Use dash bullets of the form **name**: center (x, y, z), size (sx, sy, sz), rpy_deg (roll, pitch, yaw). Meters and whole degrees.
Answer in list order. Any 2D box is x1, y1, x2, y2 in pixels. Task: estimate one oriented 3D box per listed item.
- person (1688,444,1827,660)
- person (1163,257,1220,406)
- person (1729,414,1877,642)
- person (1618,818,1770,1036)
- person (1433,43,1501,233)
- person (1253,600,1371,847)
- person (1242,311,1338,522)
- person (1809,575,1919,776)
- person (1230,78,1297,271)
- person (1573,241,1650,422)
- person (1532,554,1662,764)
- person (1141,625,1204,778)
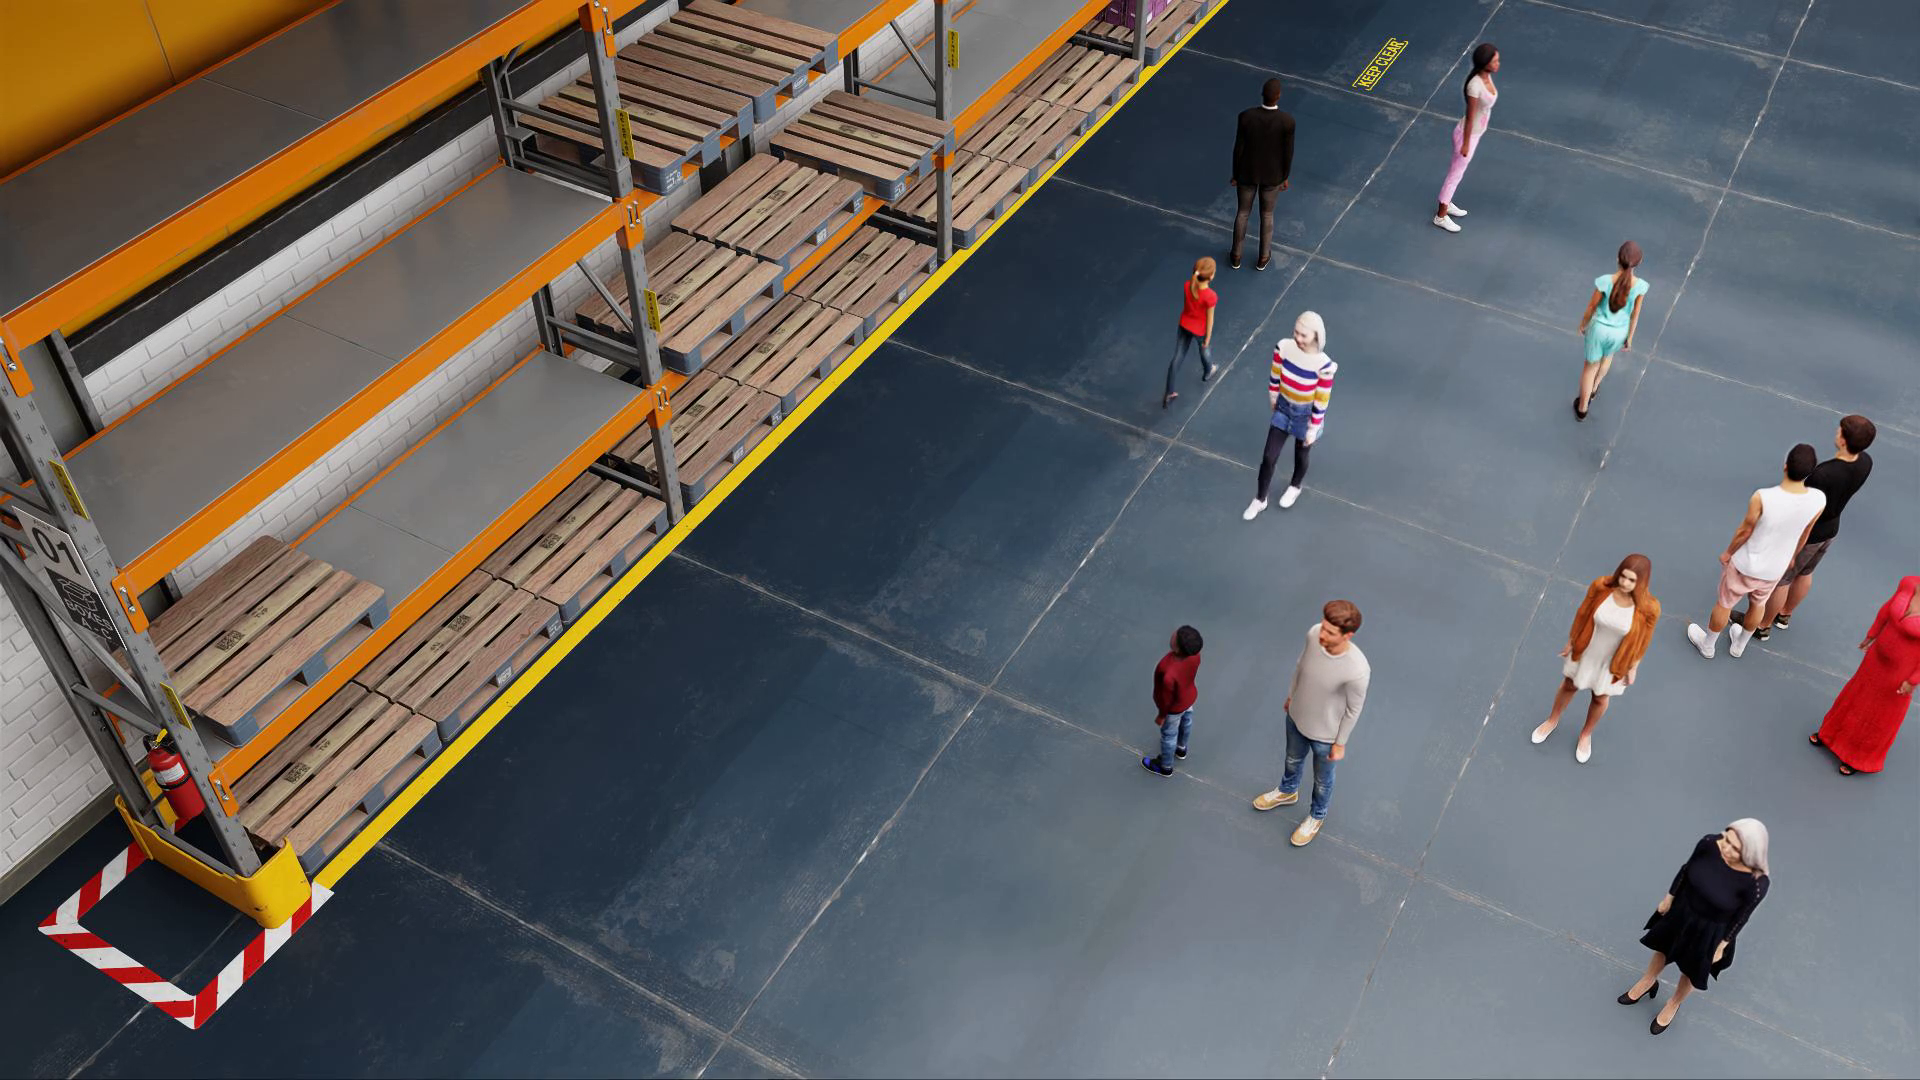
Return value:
- **person**: center (5.250, 0.105, 10.901), size (0.728, 1.789, 0.735), rpy_deg (1, 44, 1)
- **person**: center (1.802, -1.629, 13.091), size (0.530, 1.279, 0.912), rpy_deg (27, 50, 26)
- **person**: center (5.646, -0.077, 11.040), size (0.710, 1.862, 0.833), rpy_deg (-21, 47, -20)
- **person**: center (3.941, 2.053, 8.887), size (0.711, 1.747, 0.693), rpy_deg (-23, 48, -23)
- **person**: center (4.534, -3.609, 14.835), size (0.639, 1.741, 0.460), rpy_deg (18, 47, 18)
- **person**: center (2.125, 1.048, 9.827), size (0.734, 1.905, 0.743), rpy_deg (-25, 49, -24)
- **person**: center (2.496, -0.953, 12.013), size (0.703, 1.787, 0.847), rpy_deg (25, 49, 24)
- **person**: center (5.754, 0.758, 10.219), size (0.770, 1.784, 0.720), rpy_deg (-13, 45, -14)
- **person**: center (2.582, -3.136, 14.295), size (0.724, 1.800, 0.676), rpy_deg (8, 44, 8)
- **person**: center (5.006, -1.573, 12.840), size (0.673, 1.544, 0.810), rpy_deg (8, 44, 8)
- **person**: center (3.996, 0.691, 10.334), size (0.624, 1.722, 0.585), rpy_deg (25, 49, 24)
- **person**: center (1.354, 0.985, 10.363), size (0.595, 1.256, 0.467), rpy_deg (30, 51, 28)
